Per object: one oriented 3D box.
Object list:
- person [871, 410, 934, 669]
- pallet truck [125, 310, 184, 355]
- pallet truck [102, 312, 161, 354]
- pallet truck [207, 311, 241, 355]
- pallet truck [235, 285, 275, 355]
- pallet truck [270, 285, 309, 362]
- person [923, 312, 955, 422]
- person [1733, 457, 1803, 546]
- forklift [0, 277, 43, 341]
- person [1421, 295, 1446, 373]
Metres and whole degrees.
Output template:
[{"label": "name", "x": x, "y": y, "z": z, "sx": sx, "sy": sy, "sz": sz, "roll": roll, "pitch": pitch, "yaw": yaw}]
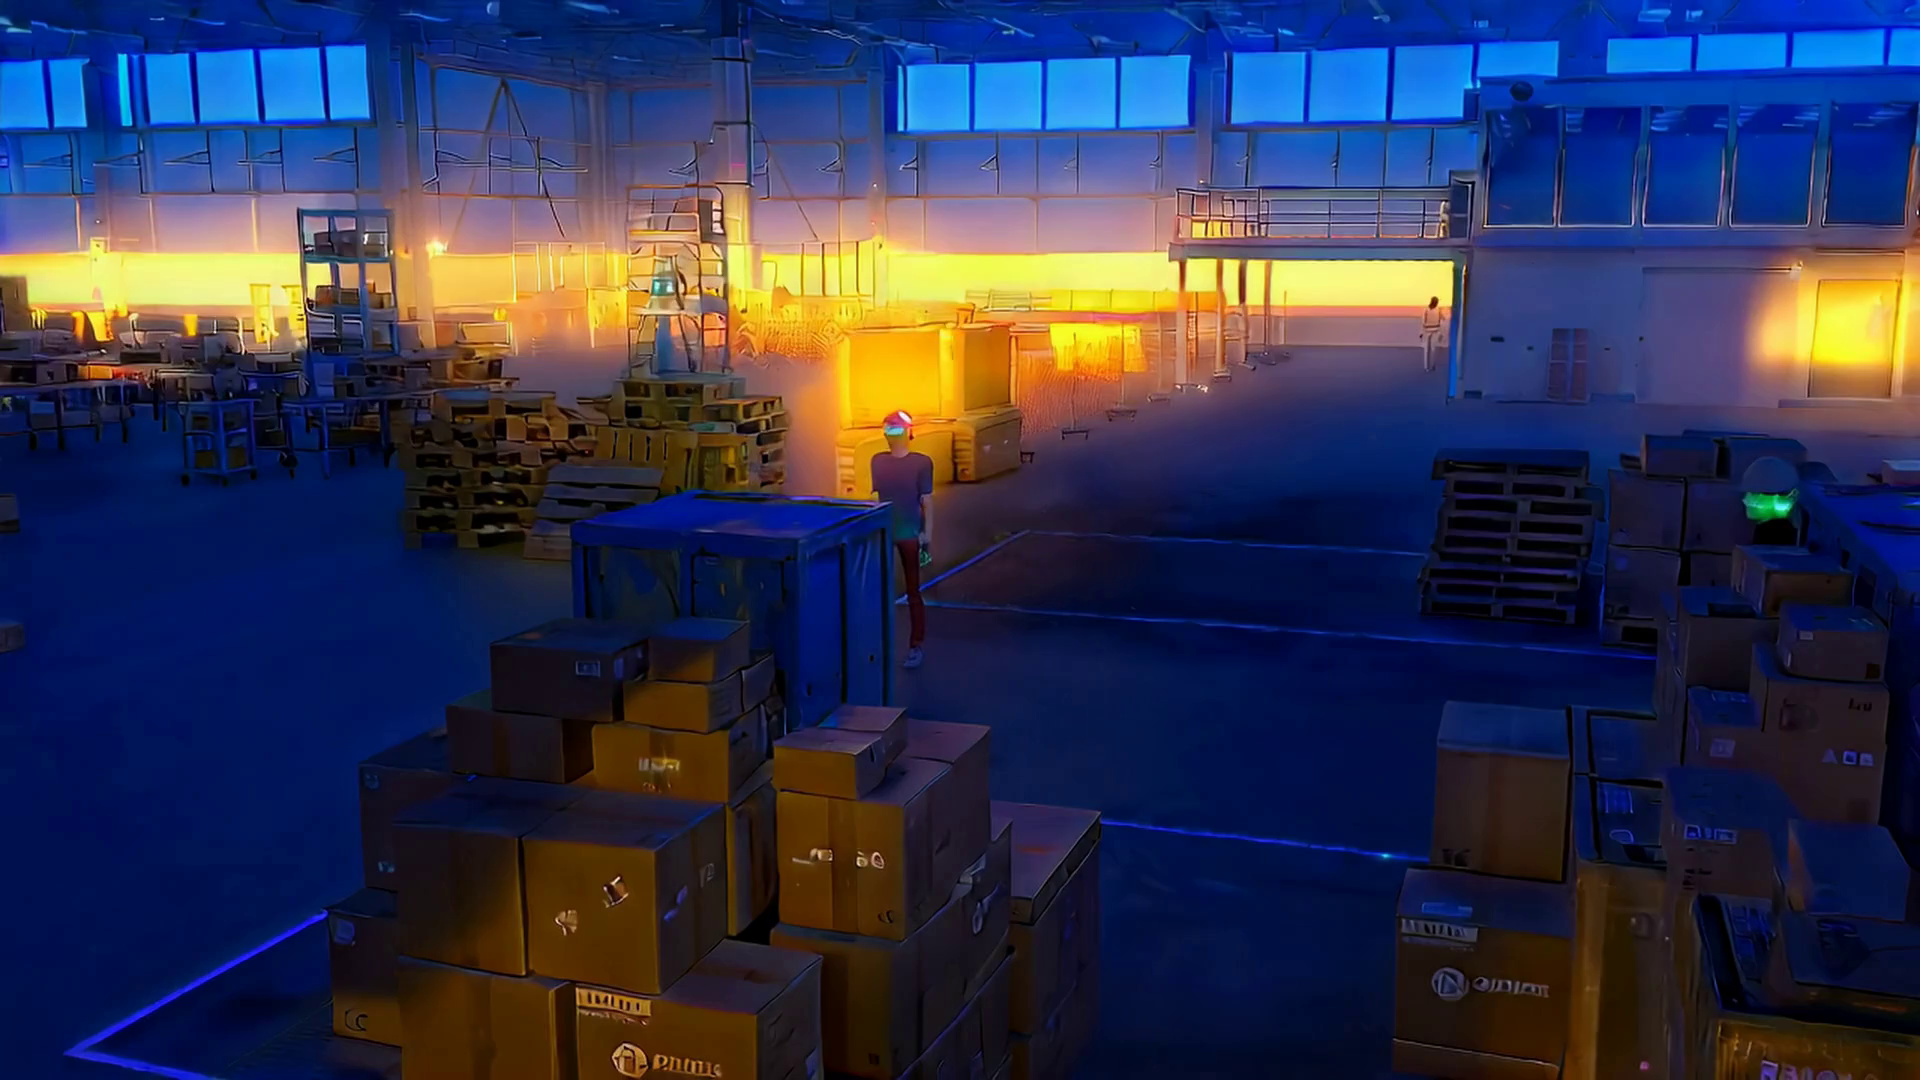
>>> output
[{"label": "person", "x": -0.436, "y": -0.007, "z": 11.958, "sx": 0.518, "sy": 1.874, "sz": 0.327, "roll": 4, "pitch": 11, "yaw": 20}, {"label": "pallet truck", "x": -22.038, "y": -5.665, "z": 45.457, "sx": 0.704, "sy": 1.261, "sz": 1.522, "roll": 3, "pitch": 11, "yaw": 17}, {"label": "pallet truck", "x": -23.057, "y": -5.777, "z": 46.261, "sx": 0.680, "sy": 1.201, "sz": 1.601, "roll": 3, "pitch": 11, "yaw": 19}, {"label": "pallet truck", "x": -19.537, "y": -5.575, "z": 44.913, "sx": 0.653, "sy": 1.274, "sz": 1.630, "roll": 3, "pitch": 11, "yaw": 19}, {"label": "pallet truck", "x": -18.327, "y": -5.835, "z": 44.421, "sx": 0.823, "sy": 1.965, "sz": 1.885, "roll": 4, "pitch": 11, "yaw": 23}, {"label": "pallet truck", "x": -17.147, "y": -5.700, "z": 43.663, "sx": 0.823, "sy": 1.965, "sz": 1.885, "roll": 3, "pitch": 11, "yaw": 17}, {"label": "person", "x": -0.330, "y": -2.428, "z": 25.171, "sx": 0.620, "sy": 2.030, "sz": 0.568, "roll": 9, "pitch": 13, "yaw": 40}, {"label": "person", "x": 3.994, "y": 0.578, "z": 8.313, "sx": 0.624, "sy": 1.992, "sz": 0.390, "roll": -10, "pitch": 14, "yaw": -44}, {"label": "forklift", "x": -27.151, "y": -6.329, "z": 46.328, "sx": 1.157, "sy": 1.987, "sz": 2.680, "roll": 3, "pitch": 11, "yaw": 17}, {"label": "person", "x": 11.303, "y": -4.919, "z": 39.724, "sx": 0.583, "sy": 1.848, "sz": 0.947, "roll": 4, "pitch": 11, "yaw": 20}]
